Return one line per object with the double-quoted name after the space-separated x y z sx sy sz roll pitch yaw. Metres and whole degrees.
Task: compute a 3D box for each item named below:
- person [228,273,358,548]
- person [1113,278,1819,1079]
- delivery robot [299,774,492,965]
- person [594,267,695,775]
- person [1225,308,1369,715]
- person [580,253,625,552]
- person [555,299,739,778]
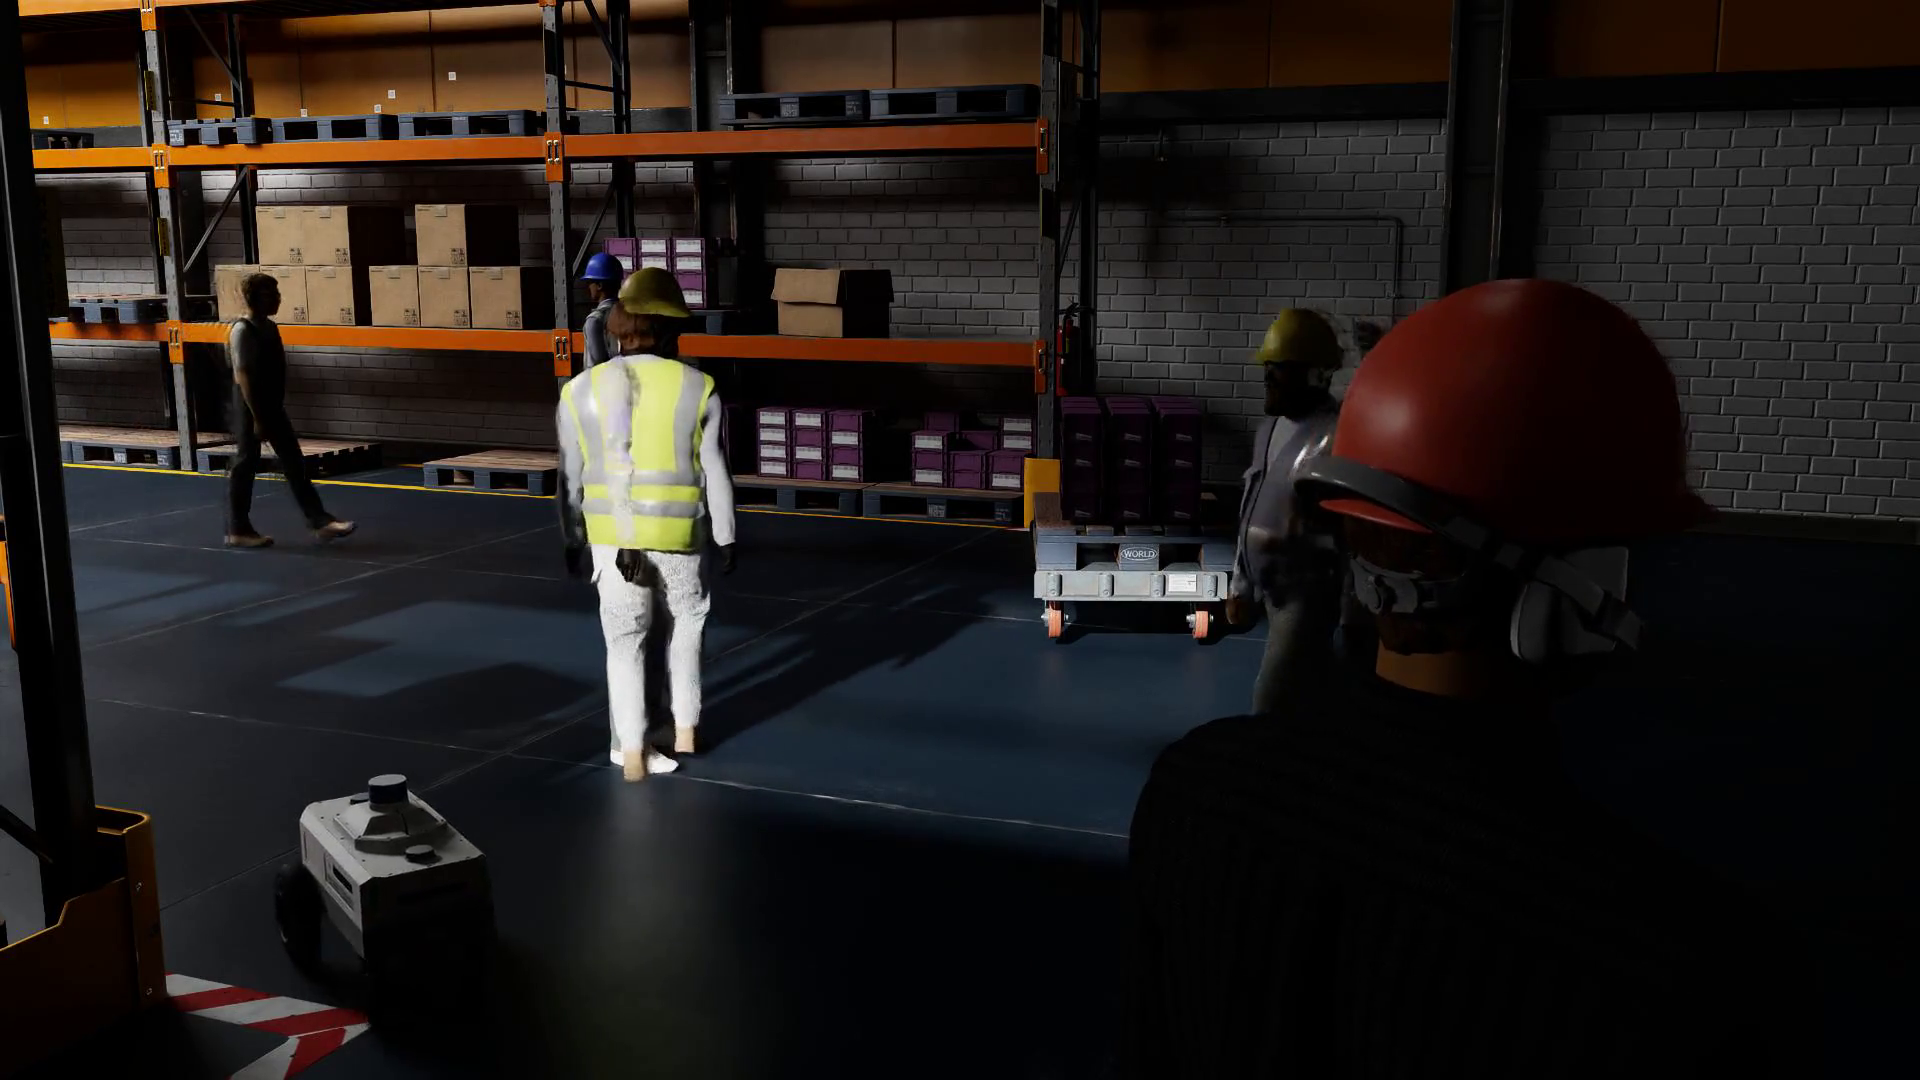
-4.457 -0.828 10.906 0.914 1.807 0.545 1 10 7 "person"
0.379 0.795 1.360 0.395 1.993 0.614 -7 12 -34 "person"
-1.562 0.890 4.580 0.477 0.478 0.707 -7 12 -35 "delivery robot"
-1.179 -0.078 6.410 0.384 1.924 0.594 2 10 10 "person"
0.982 0.163 5.403 0.820 1.802 0.621 -2 10 -14 "person"
-2.273 -0.893 10.891 0.386 1.948 0.601 3 11 15 "person"
-1.198 -0.021 6.421 0.686 1.807 0.637 -1 10 -4 "person"
